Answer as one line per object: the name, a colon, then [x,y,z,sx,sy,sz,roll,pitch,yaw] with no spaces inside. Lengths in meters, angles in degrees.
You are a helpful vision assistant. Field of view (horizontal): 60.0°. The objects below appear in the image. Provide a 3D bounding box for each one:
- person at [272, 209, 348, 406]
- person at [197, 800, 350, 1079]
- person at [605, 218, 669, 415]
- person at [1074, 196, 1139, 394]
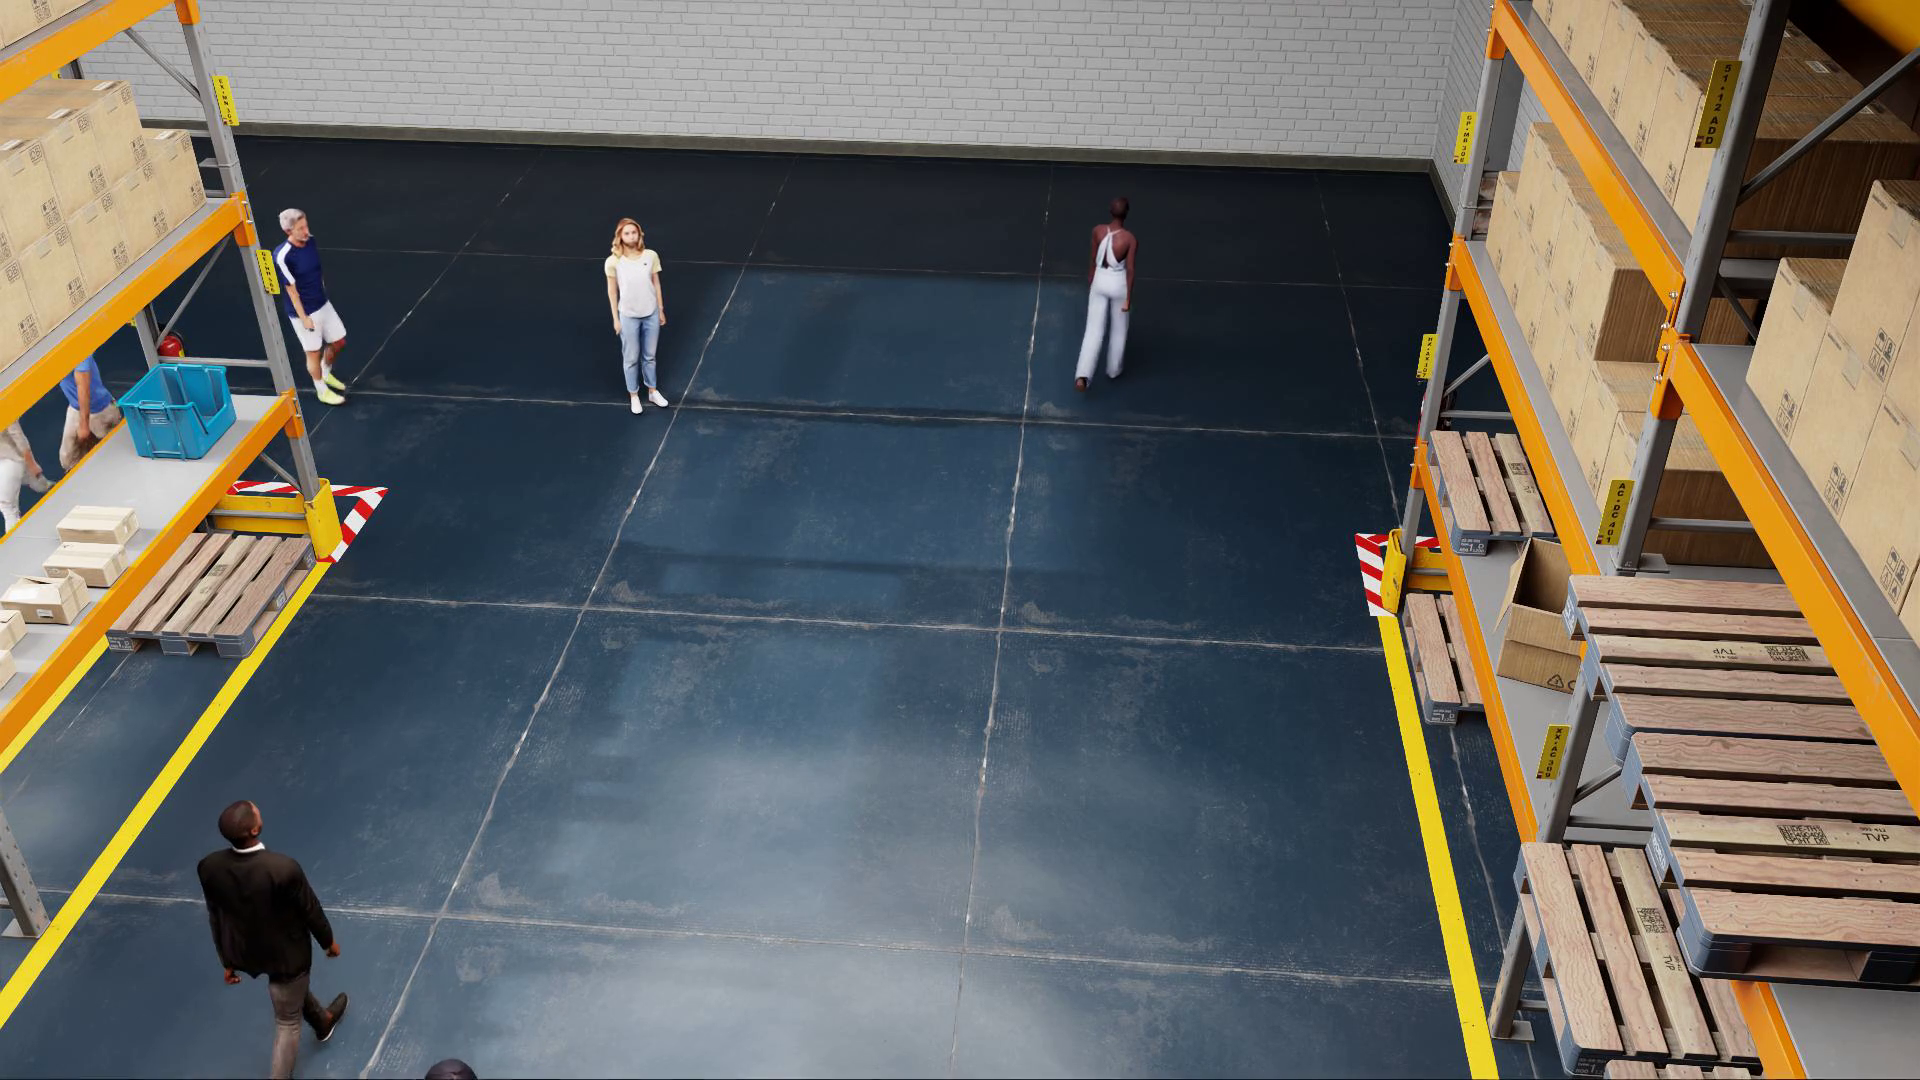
person: [-5.565,-1.967,14.022,0.795,1.818,0.715,12,35,17]
person: [-3.340,2.068,8.008,0.688,1.756,1.181,4,34,6]
person: [-2.717,-1.899,14.005,0.712,1.723,0.736,-18,38,-25]
person: [1.244,-2.057,14.208,0.826,1.761,1.096,15,36,21]
